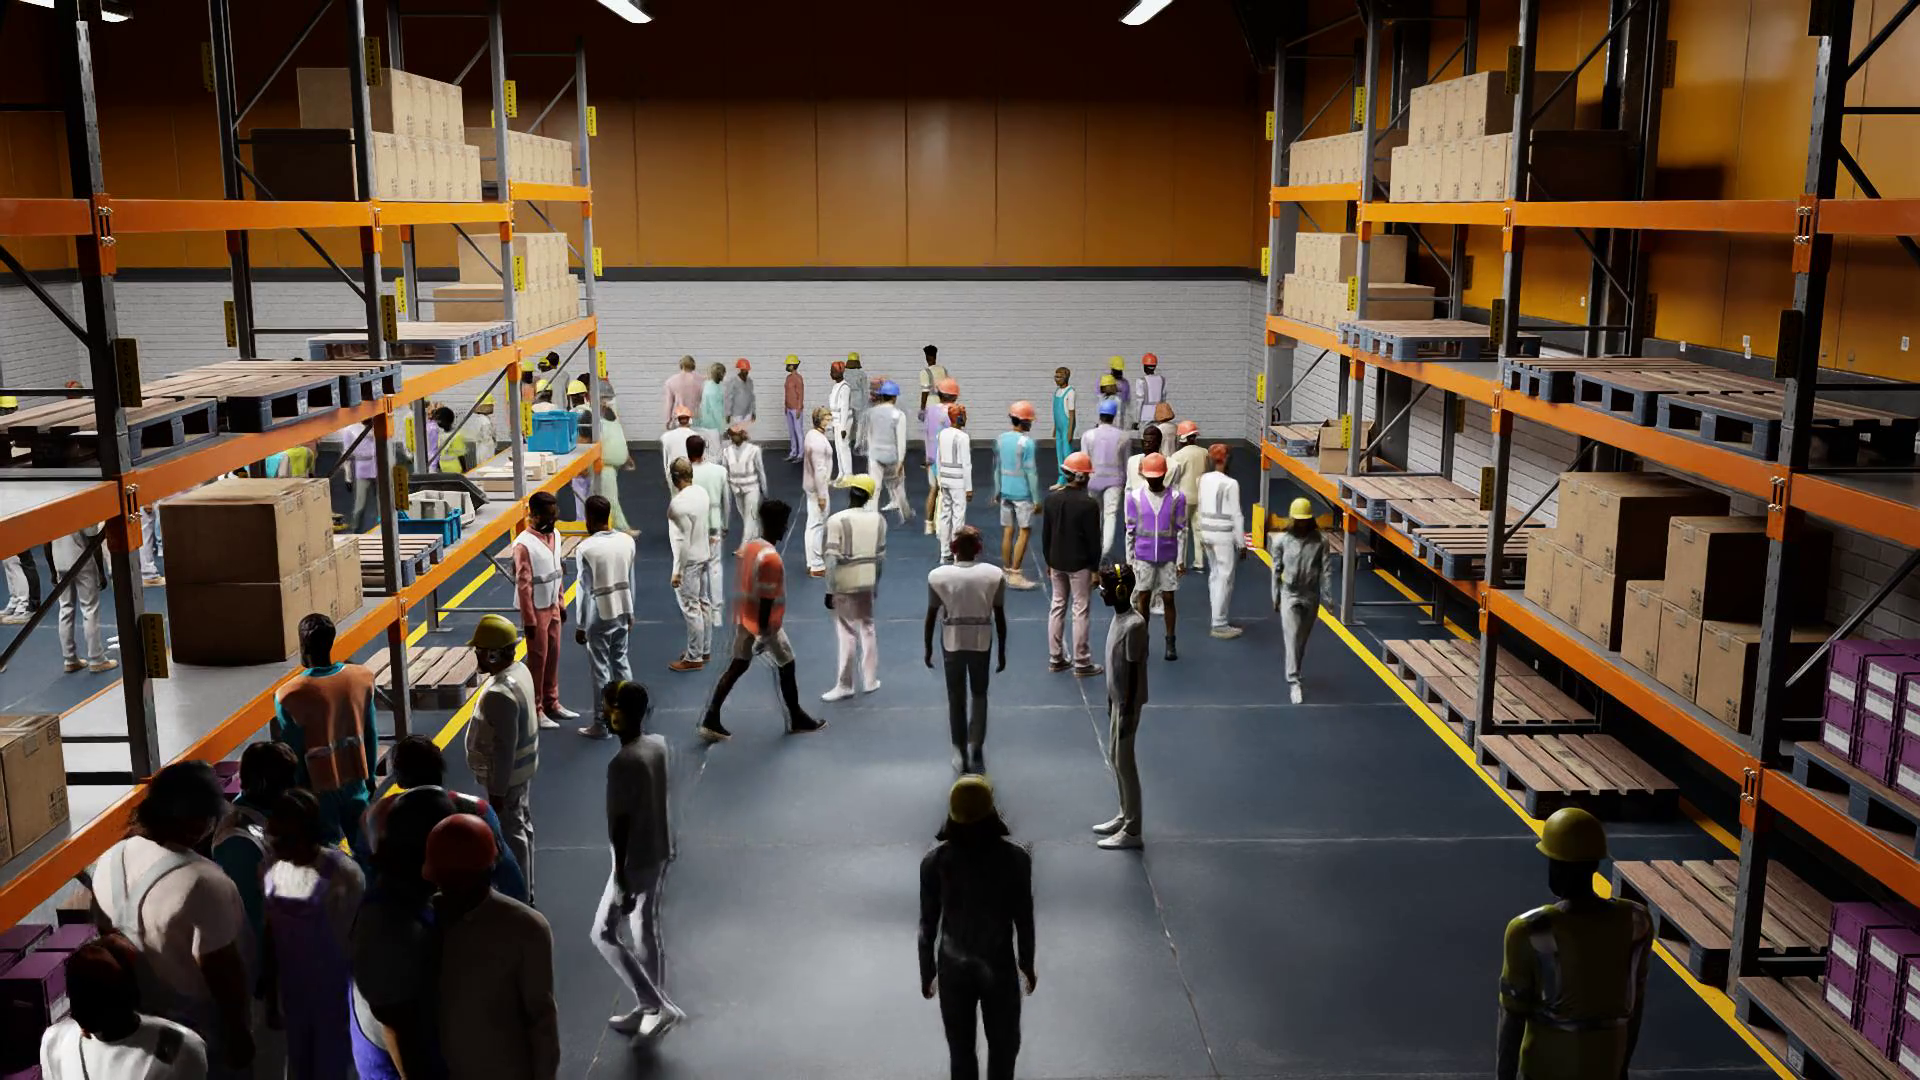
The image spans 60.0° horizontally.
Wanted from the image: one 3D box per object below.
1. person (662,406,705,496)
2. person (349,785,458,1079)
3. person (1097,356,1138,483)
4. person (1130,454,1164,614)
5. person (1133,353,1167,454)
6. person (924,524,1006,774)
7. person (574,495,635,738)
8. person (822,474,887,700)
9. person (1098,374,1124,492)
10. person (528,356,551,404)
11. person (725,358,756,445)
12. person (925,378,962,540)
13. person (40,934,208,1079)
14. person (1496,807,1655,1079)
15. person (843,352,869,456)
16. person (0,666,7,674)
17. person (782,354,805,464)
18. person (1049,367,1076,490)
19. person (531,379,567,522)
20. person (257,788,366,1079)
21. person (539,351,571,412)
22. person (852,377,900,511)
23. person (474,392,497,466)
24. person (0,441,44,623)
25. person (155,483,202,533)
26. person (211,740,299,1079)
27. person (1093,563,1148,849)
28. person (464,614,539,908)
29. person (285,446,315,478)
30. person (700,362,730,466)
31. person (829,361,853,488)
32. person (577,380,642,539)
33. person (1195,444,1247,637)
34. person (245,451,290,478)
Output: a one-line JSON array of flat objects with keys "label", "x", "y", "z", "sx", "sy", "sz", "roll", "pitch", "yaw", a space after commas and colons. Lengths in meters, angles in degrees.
[{"label": "person", "x": -3.358, "y": -0.785, "z": 20.408, "sx": 0.558, "sy": 1.705, "sz": 0.786, "roll": 1, "pitch": 11, "yaw": 5}, {"label": "person", "x": -1.970, "y": 1.882, "z": 6.196, "sx": 0.537, "sy": 2.000, "sz": 0.688, "roll": -2, "pitch": 11, "yaw": -8}, {"label": "person", "x": 2.414, "y": -1.824, "z": 25.130, "sx": 0.628, "sy": 1.897, "sz": 0.605, "roll": -9, "pitch": 15, "yaw": -40}, {"label": "person", "x": 1.908, "y": -0.064, "z": 16.971, "sx": 0.310, "sy": 1.636, "sz": 0.521, "roll": -5, "pitch": 12, "yaw": -24}, {"label": "person", "x": 2.871, "y": -1.866, "z": 25.245, "sx": 0.542, "sy": 1.939, "sz": 0.366, "roll": -6, "pitch": 13, "yaw": -26}, {"label": "person", "x": 0.021, "y": 0.780, "z": 12.249, "sx": 0.582, "sy": 1.823, "sz": 0.635, "roll": -2, "pitch": 11, "yaw": -8}, {"label": "person", "x": -2.754, "y": 0.597, "z": 12.979, "sx": 0.405, "sy": 1.909, "sz": 0.597, "roll": 7, "pitch": 13, "yaw": 31}, {"label": "person", "x": -0.934, "y": 0.396, "z": 14.080, "sx": 0.741, "sy": 1.878, "sz": 0.388, "roll": -10, "pitch": 15, "yaw": -41}, {"label": "person", "x": 2.166, "y": -1.549, "z": 24.193, "sx": 0.374, "sy": 1.731, "sz": 0.496, "roll": -7, "pitch": 13, "yaw": -31}, {"label": "person", "x": -6.666, "y": -2.077, "z": 26.778, "sx": 0.532, "sy": 1.754, "sz": 0.340, "roll": -1, "pitch": 11, "yaw": -5}, {"label": "person", "x": -3.525, "y": -2.072, "z": 26.793, "sx": 0.451, "sy": 1.734, "sz": 0.578, "roll": 8, "pitch": 14, "yaw": 33}, {"label": "person", "x": -0.202, "y": -1.025, "z": 20.819, "sx": 0.409, "sy": 2.033, "sz": 0.665, "roll": -6, "pitch": 13, "yaw": -26}, {"label": "person", "x": -2.663, "y": 2.128, "z": 5.450, "sx": 0.586, "sy": 1.857, "sz": 0.875, "roll": 2, "pitch": 11, "yaw": 11}, {"label": "person", "x": 2.274, "y": 1.937, "z": 6.251, "sx": 0.583, "sy": 1.918, "sz": 0.404, "roll": -1, "pitch": 11, "yaw": -7}, {"label": "person", "x": -1.765, "y": -2.275, "z": 27.795, "sx": 0.484, "sy": 1.742, "sz": 0.301, "roll": 2, "pitch": 11, "yaw": 11}, {"label": "person", "x": -8.748, "y": 0.301, "z": 14.657, "sx": 0.507, "sy": 1.837, "sz": 0.343, "roll": 4, "pitch": 12, "yaw": 20}, {"label": "person", "x": -2.708, "y": -2.129, "z": 26.999, "sx": 0.313, "sy": 1.769, "sz": 0.525, "roll": -7, "pitch": 13, "yaw": -31}, {"label": "person", "x": 1.511, "y": -1.605, "z": 24.210, "sx": 0.341, "sy": 1.839, "sz": 0.501, "roll": -5, "pitch": 12, "yaw": -23}, {"label": "person", "x": -5.366, "y": -1.170, "z": 21.854, "sx": 0.616, "sy": 1.888, "sz": 0.828, "roll": 2, "pitch": 11, "yaw": 8}, {"label": "person", "x": -2.618, "y": 1.870, "z": 6.780, "sx": 0.544, "sy": 1.828, "sz": 0.421, "roll": 4, "pitch": 12, "yaw": 21}, {"label": "person", "x": -6.430, "y": -2.063, "z": 26.448, "sx": 0.506, "sy": 1.861, "sz": 0.329, "roll": -7, "pitch": 13, "yaw": -31}, {"label": "person", "x": -1.138, "y": -1.264, "z": 22.428, "sx": 0.950, "sy": 1.851, "sz": 0.665, "roll": -9, "pitch": 14, "yaw": -38}, {"label": "person", "x": -6.154, "y": -1.059, "z": 21.692, "sx": 0.298, "sy": 1.743, "sz": 0.493, "roll": -7, "pitch": 13, "yaw": -31}, {"label": "person", "x": -9.467, "y": -0.171, "z": 16.602, "sx": 0.622, "sy": 1.993, "sz": 0.382, "roll": 9, "pitch": 14, "yaw": 39}, {"label": "person", "x": -8.317, "y": -0.202, "z": 17.723, "sx": 0.520, "sy": 1.597, "sz": 0.791, "roll": 2, "pitch": 12, "yaw": 12}, {"label": "person", "x": -3.013, "y": 1.760, "z": 7.349, "sx": 0.429, "sy": 1.831, "sz": 0.640, "roll": 0, "pitch": 11, "yaw": -2}, {"label": "person", "x": 1.039, "y": 1.065, "z": 10.772, "sx": 0.344, "sy": 1.856, "sz": 0.526, "roll": -1, "pitch": 11, "yaw": -6}, {"label": "person", "x": -2.619, "y": 1.320, "z": 9.536, "sx": 0.404, "sy": 1.832, "sz": 0.596, "roll": -1, "pitch": 11, "yaw": -7}, {"label": "person", "x": -7.620, "y": -0.507, "z": 19.046, "sx": 0.318, "sy": 1.695, "sz": 0.559, "roll": 7, "pitch": 13, "yaw": 32}, {"label": "person", "x": -3.528, "y": -1.610, "z": 24.011, "sx": 0.458, "sy": 1.919, "sz": 0.648, "roll": -1, "pitch": 11, "yaw": -7}, {"label": "person", "x": -1.764, "y": -1.713, "z": 24.647, "sx": 0.351, "sy": 1.878, "sz": 0.569, "roll": -3, "pitch": 12, "yaw": -15}, {"label": "person", "x": -4.330, "y": -1.003, "z": 20.663, "sx": 0.887, "sy": 2.000, "sz": 0.692, "roll": 3, "pitch": 12, "yaw": 17}, {"label": "person", "x": 2.527, "y": 0.001, "z": 16.132, "sx": 0.353, "sy": 1.859, "sz": 0.658, "roll": -6, "pitch": 13, "yaw": -27}, {"label": "person", "x": -7.479, "y": -0.378, "z": 18.045, "sx": 0.569, "sy": 1.838, "sz": 0.426, "roll": 3, "pitch": 12, "yaw": 13}]
